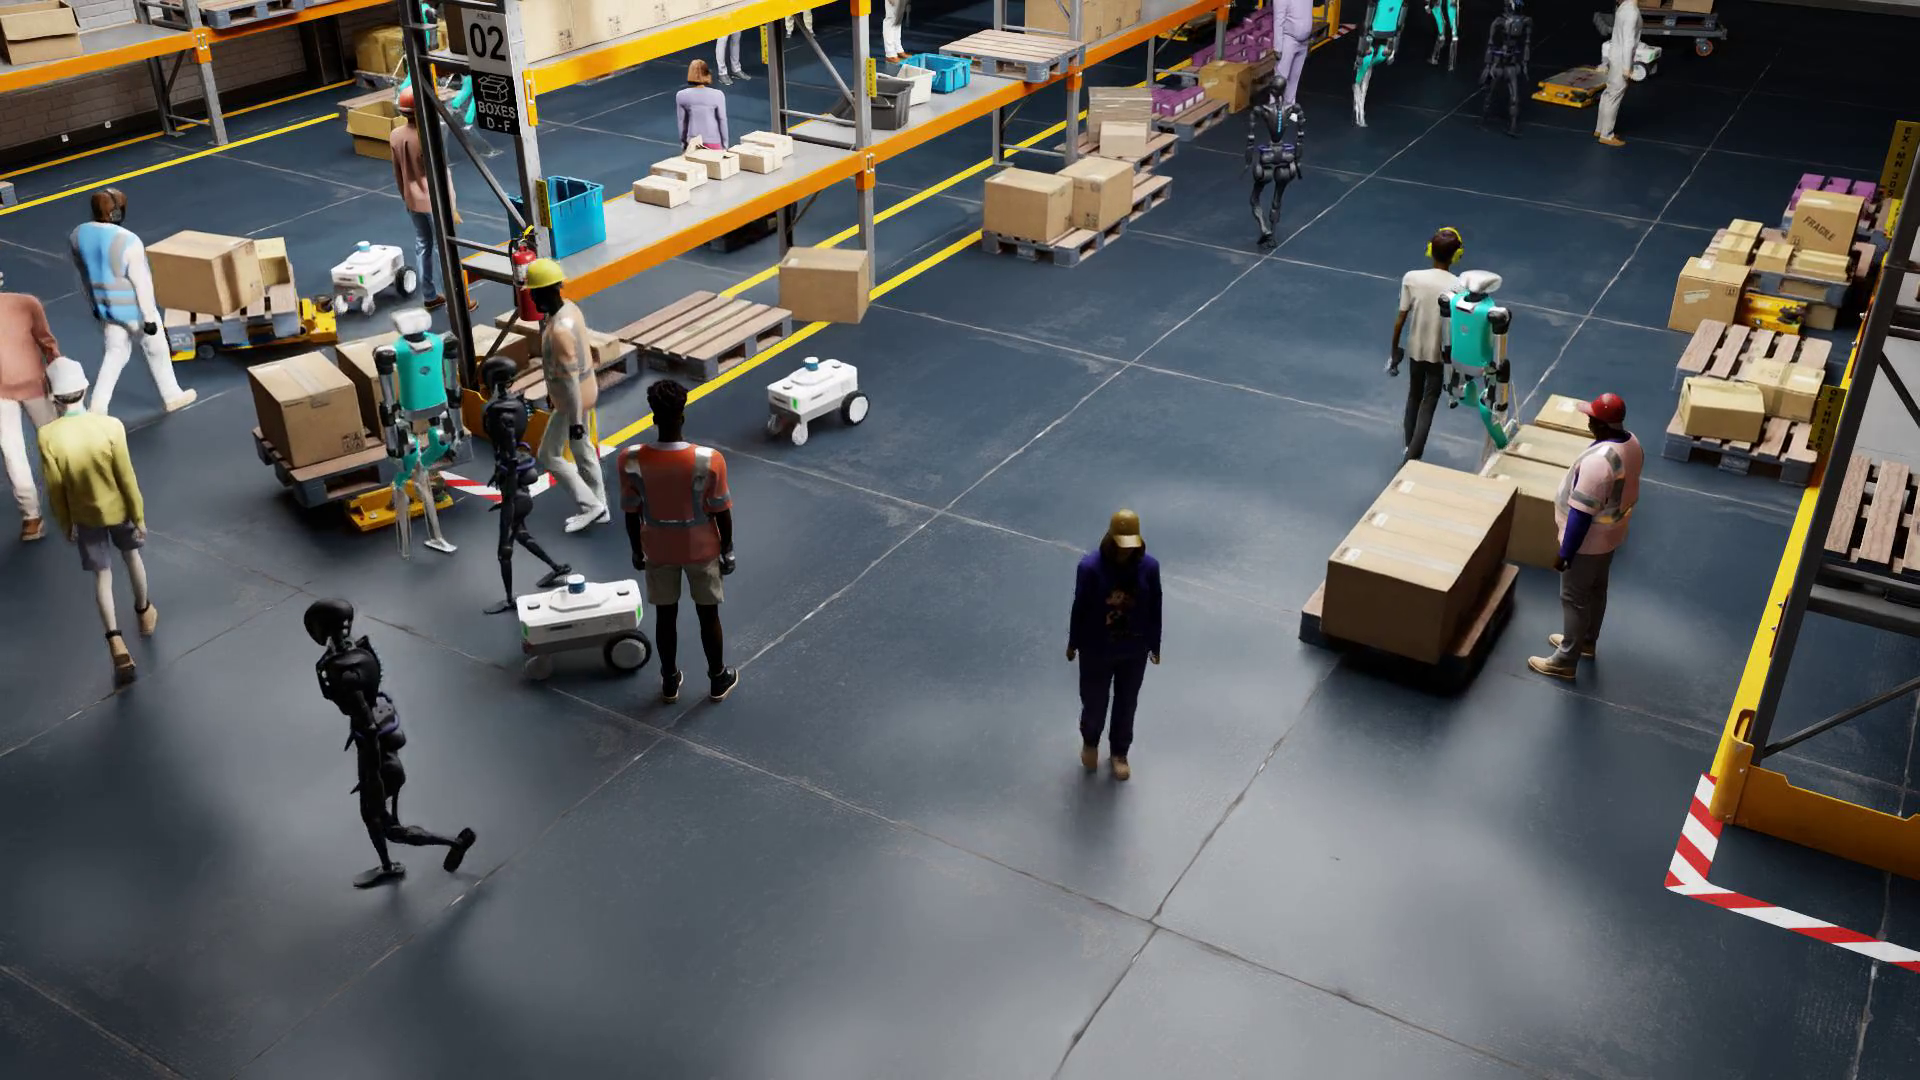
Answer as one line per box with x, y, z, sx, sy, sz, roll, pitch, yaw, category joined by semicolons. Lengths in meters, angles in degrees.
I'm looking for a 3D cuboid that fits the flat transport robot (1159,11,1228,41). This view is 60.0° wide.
3.323;-7.514;24.233;0.659;0.231;1.431;17;34;27;flat transport robot

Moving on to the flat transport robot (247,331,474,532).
-4.192;-0.483;11.797;0.659;0.231;1.431;-21;35;-32;flat transport robot

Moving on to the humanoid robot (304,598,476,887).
-2.706;0.934;7.872;0.543;1.627;0.608;-14;32;-23;humanoid robot

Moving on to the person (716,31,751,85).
-2.975;-6.892;21.427;0.426;1.949;0.498;22;36;34;person

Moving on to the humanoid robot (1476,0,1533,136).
6.337;-5.493;19.251;0.589;1.630;0.714;-7;30;-12;humanoid robot

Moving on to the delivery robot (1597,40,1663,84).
8.829;-6.337;21.865;0.789;0.598;0.499;24;37;36;delivery robot

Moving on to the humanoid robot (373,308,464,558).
-3.496;-0.675;10.692;0.548;1.825;0.733;-22;36;-34;humanoid robot

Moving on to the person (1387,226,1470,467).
3.343;-1.329;11.710;0.501;1.829;0.834;18;34;29;person

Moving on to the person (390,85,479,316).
-4.569;-2.913;14.339;0.621;1.996;0.371;16;33;26;person

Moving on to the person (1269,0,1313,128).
3.938;-5.864;19.653;0.650;1.906;0.413;-25;38;-37;person

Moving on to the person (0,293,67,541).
-6.244;-0.997;11.012;0.630;1.955;0.703;-16;33;-26;person

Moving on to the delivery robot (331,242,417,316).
-5.256;-2.369;14.856;0.499;0.609;0.784;8;30;13;delivery robot

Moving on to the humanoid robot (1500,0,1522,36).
7.984;-8.106;23.895;0.591;1.630;0.779;6;30;11;humanoid robot

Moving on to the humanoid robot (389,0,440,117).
-6.250;-5.280;18.837;0.566;1.792;0.841;17;34;28;humanoid robot

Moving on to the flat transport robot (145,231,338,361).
-6.063;-1.797;14.120;1.431;0.231;0.659;-11;31;-18;flat transport robot

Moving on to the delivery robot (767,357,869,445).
-1.097;-1.094;12.590;0.499;0.598;0.789;23;37;35;delivery robot

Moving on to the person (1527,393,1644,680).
3.578;-0.028;9.496;0.418;1.747;0.599;22;36;34;person

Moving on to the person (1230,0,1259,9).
4.482;-8.965;25.241;0.755;1.810;0.527;1;29;1;person

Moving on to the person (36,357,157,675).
-4.959;-0.139;9.584;0.482;1.859;0.857;-12;32;-21;person

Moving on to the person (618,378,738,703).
-1.532;0.030;9.168;0.607;1.964;0.365;1;29;1;person

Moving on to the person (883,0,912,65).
-0.853;-7.397;22.333;0.373;1.940;0.630;10;31;16;person

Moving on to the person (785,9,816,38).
-2.309;-8.037;23.669;0.578;1.739;0.377;-8;30;-14;person

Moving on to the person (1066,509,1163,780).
0.797;0.559;8.584;0.491;1.608;0.379;-4;30;-6;person

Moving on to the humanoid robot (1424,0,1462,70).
6.438;-7.062;21.962;0.535;1.823;0.678;-3;30;-5;humanoid robot

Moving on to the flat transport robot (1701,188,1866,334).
7.241;-2.202;14.837;0.659;0.231;1.431;16;33;27;flat transport robot

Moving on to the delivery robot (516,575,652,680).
-2.200;0.487;9.807;0.796;0.613;0.499;-9;31;-15;delivery robot

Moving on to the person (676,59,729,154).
-2.543;-3.945;16.540;0.498;1.629;0.288;3;30;4;person

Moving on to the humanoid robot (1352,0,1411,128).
4.915;-5.870;19.839;0.557;1.771;0.819;-6;30;-10;humanoid robot

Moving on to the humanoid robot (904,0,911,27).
-0.872;-8.395;24.417;0.613;1.622;0.810;-3;30;-5;humanoid robot

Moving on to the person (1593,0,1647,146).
7.582;-5.485;18.995;0.361;1.894;0.587;5;30;8;person

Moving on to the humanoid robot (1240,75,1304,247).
3.003;-3.599;15.872;0.599;1.640;0.419;-2;30;-3;humanoid robot

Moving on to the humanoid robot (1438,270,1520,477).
3.605;-1.040;11.294;0.866;1.762;0.551;-20;35;-31;humanoid robot

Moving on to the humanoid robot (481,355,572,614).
-2.746;-0.368;10.178;0.600;1.639;0.586;-11;31;-19;humanoid robot

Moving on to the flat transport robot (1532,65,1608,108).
7.897;-5.758;21.127;0.659;0.231;1.431;24;37;36;flat transport robot

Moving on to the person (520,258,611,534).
-2.590;-0.931;10.937;0.466;1.901;0.589;-3;30;-6;person

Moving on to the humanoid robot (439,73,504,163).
-5.592;-5.009;18.375;0.558;1.810;0.905;25;38;37;humanoid robot

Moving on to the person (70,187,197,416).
-6.284;-1.710;12.413;0.644;1.811;0.838;10;31;17;person
